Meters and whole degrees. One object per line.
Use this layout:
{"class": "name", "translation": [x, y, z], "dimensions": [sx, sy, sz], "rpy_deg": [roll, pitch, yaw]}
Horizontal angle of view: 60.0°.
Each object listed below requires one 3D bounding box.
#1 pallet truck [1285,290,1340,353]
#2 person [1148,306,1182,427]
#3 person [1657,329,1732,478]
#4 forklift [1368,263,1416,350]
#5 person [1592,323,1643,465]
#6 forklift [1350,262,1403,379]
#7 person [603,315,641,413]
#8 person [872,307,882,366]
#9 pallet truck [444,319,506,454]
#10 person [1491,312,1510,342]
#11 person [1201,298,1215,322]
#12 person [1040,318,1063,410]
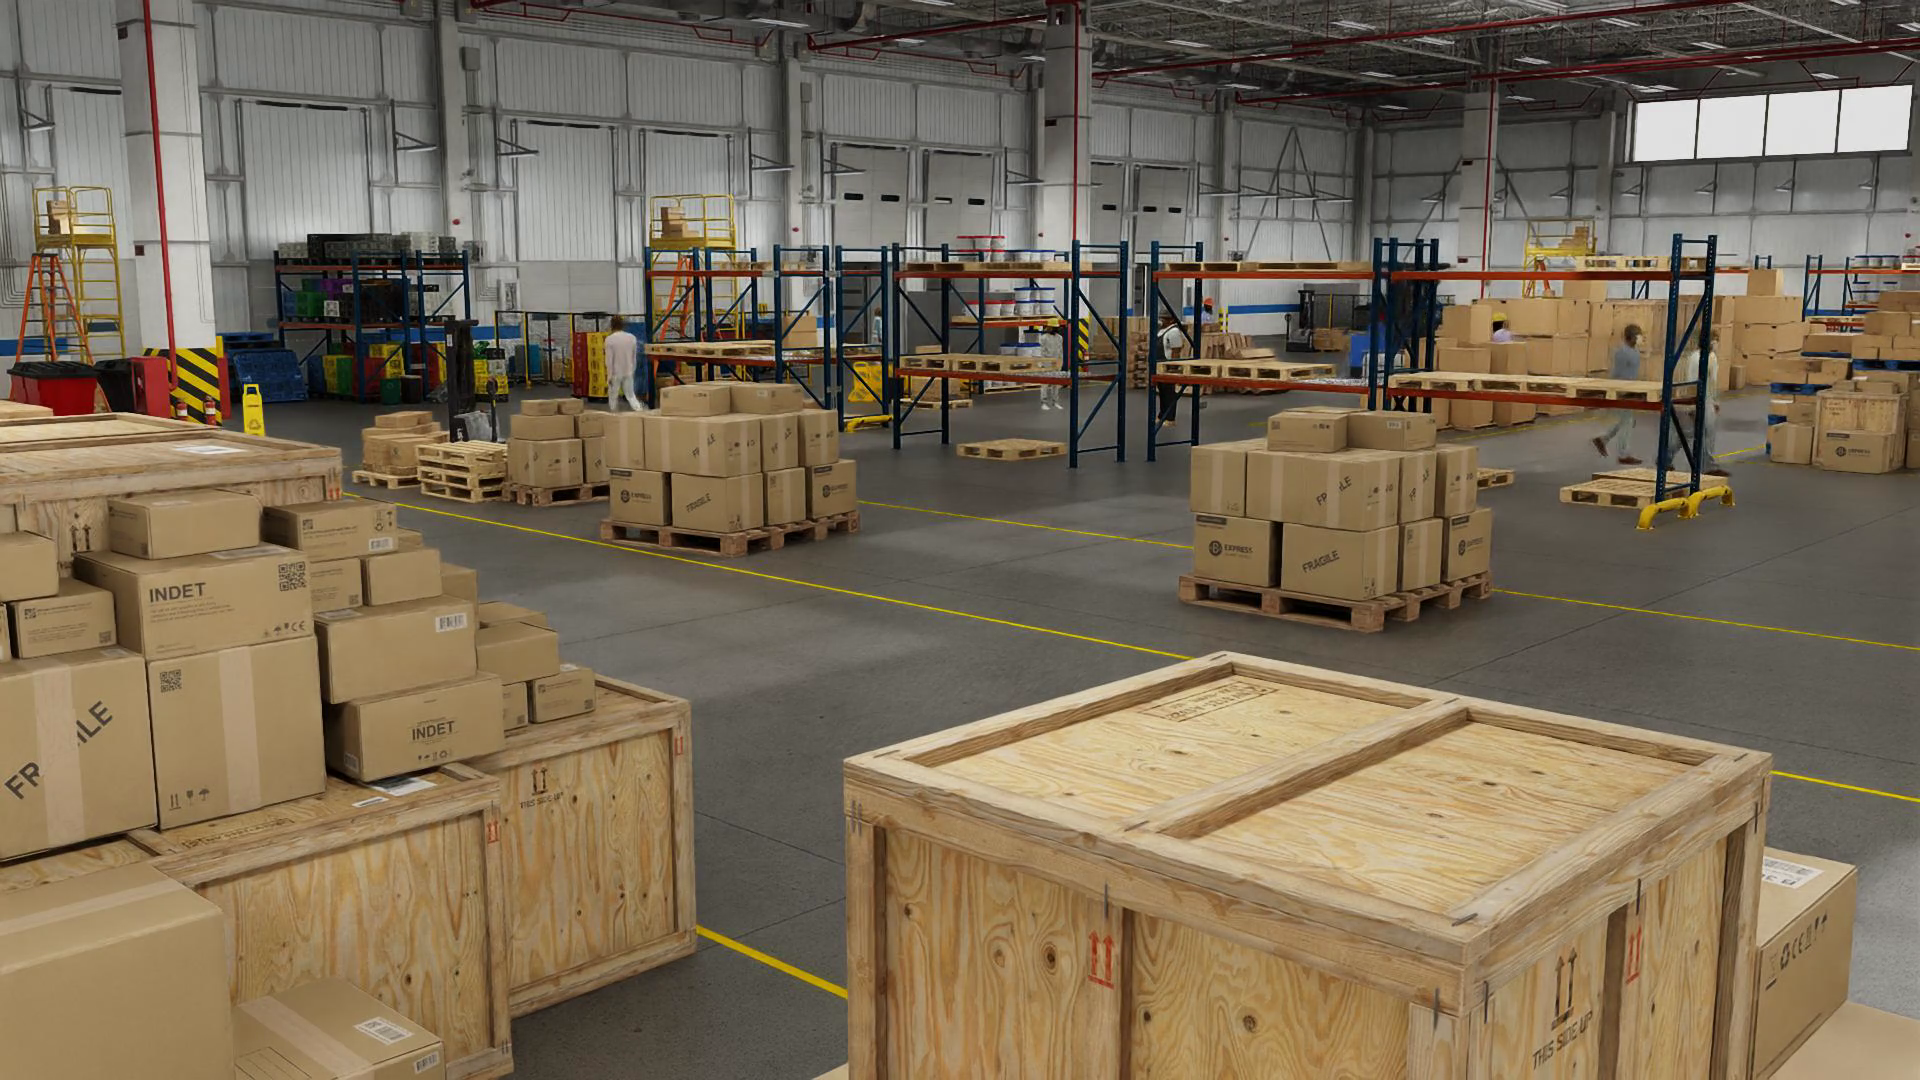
{"class": "pallet truck", "translation": [11.297, -6.951, 52.861], "dimensions": [1.885, 1.965, 0.823], "rpy_deg": [-5, 11, -29]}
{"class": "person", "translation": [3.441, -2.939, 28.131], "dimensions": [0.538, 2.000, 0.690], "rpy_deg": [-2, 10, -13]}
{"class": "person", "translation": [9.454, -1.764, 21.321], "dimensions": [0.895, 1.915, 0.630], "rpy_deg": [6, 11, 34]}
{"class": "forklift", "translation": [12.546, -6.399, 46.778], "dimensions": [1.129, 2.768, 1.873], "rpy_deg": [-9, 13, -44]}
{"class": "person", "translation": [9.007, -1.988, 22.652], "dimensions": [0.606, 1.924, 0.641], "rpy_deg": [7, 12, 37]}
{"class": "forklift", "translation": [10.394, -5.278, 39.903], "dimensions": [1.873, 2.768, 1.129], "rpy_deg": [3, 10, 15]}
{"class": "person", "translation": [-5.508, -2.721, 27.223], "dimensions": [0.634, 1.912, 0.875], "rpy_deg": [-8, 12, -39]}
{"class": "person", "translation": [-2.181, -5.393, 44.438], "dimensions": [0.317, 1.632, 0.525], "rpy_deg": [-1, 9, -5]}
{"class": "pallet truck", "translation": [-6.981, -1.942, 22.150], "dimensions": [1.885, 1.965, 0.823], "rpy_deg": [1, 9, 9]}
{"class": "person", "translation": [9.568, -3.117, 29.723], "dimensions": [0.971, 1.872, 0.612], "rpy_deg": [8, 12, 42]}
{"class": "person", "translation": [6.143, -5.052, 41.423], "dimensions": [0.384, 1.930, 0.547], "rpy_deg": [4, 10, 22]}
{"class": "person", "translation": [1.746, -3.326, 31.434], "dimensions": [0.485, 1.739, 0.319], "rpy_deg": [-5, 11, -30]}
